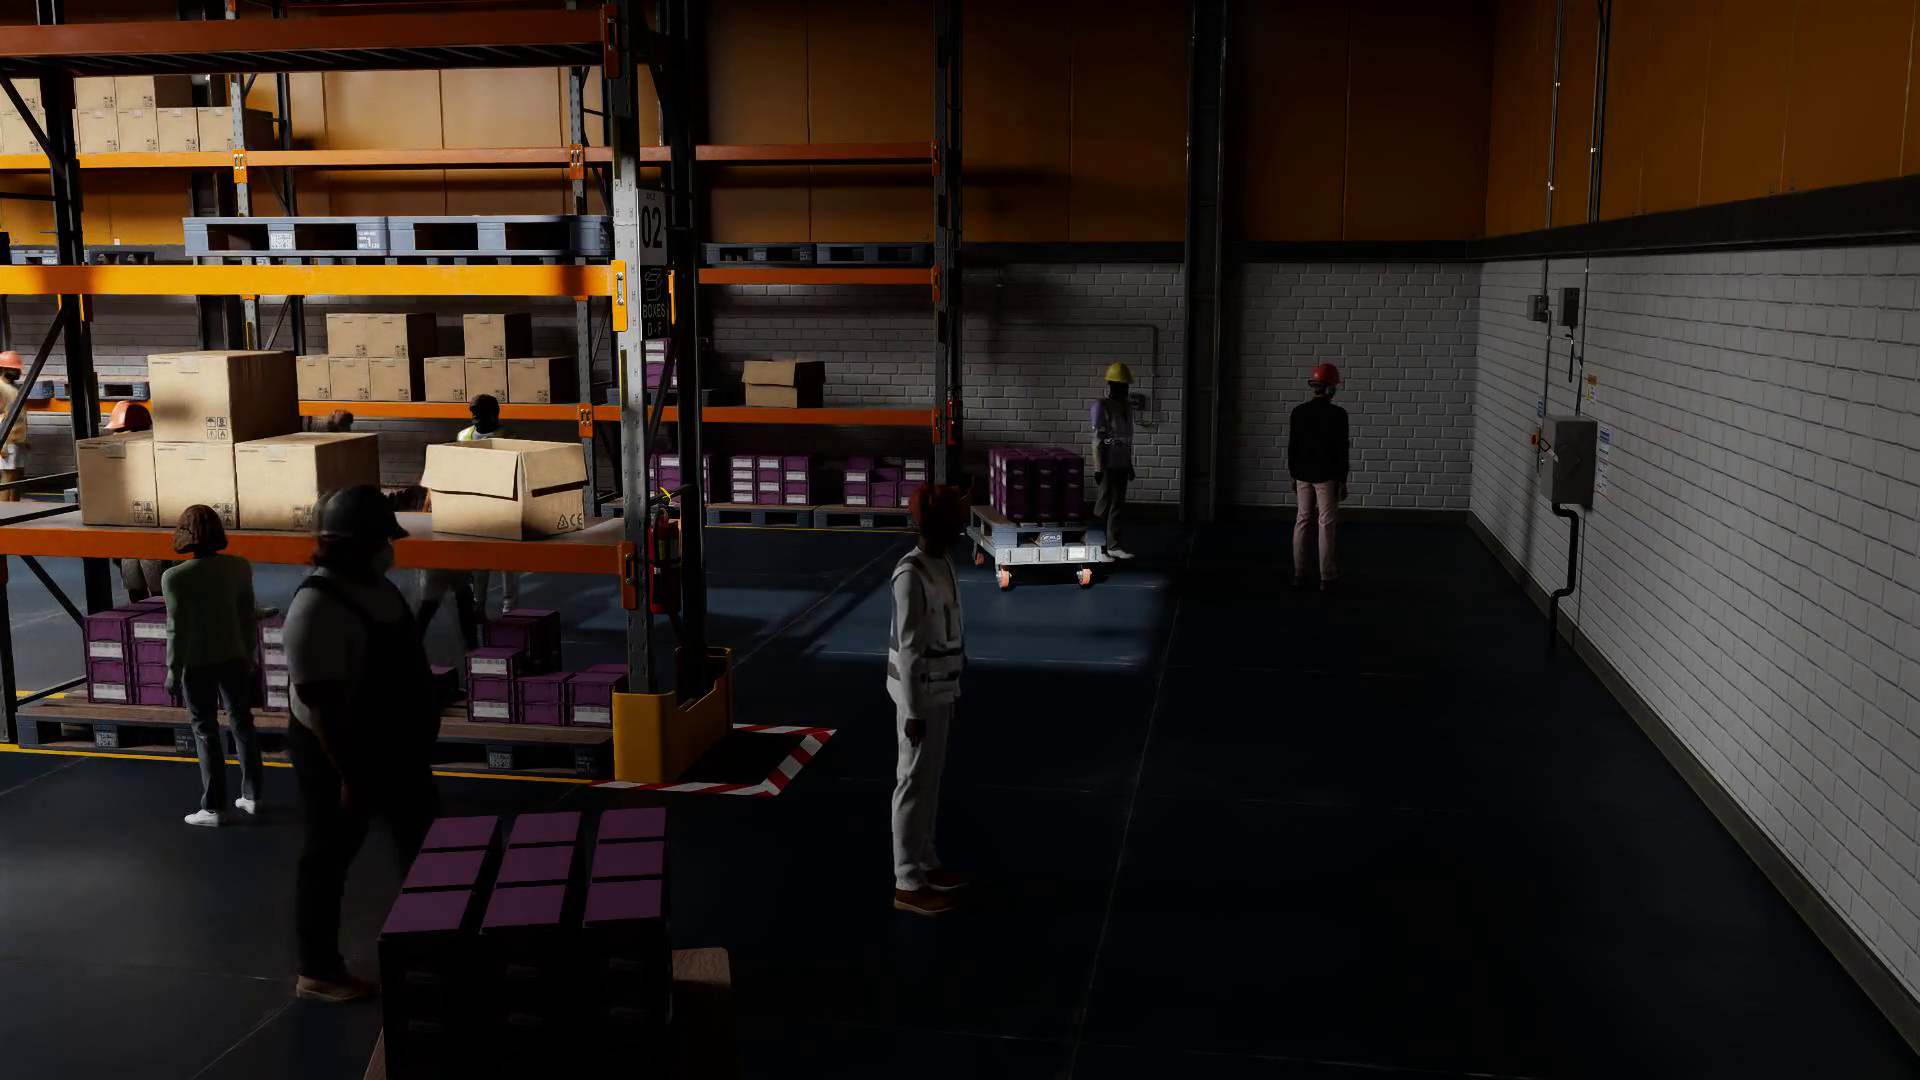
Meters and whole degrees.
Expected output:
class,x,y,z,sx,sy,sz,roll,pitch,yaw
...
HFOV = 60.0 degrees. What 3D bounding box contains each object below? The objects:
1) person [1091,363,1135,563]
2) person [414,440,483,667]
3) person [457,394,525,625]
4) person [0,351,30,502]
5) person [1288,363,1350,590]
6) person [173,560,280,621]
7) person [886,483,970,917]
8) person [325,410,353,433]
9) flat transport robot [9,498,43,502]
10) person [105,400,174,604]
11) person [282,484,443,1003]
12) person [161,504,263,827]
class,x,y,z,sx,sy,sz,roll,pitch,yaw
person,1.504,-0.745,16.062,0.378,1.923,0.595,8,12,40
person,-3.510,0.131,11.483,0.805,1.636,0.544,-2,9,-15
person,-3.723,-0.230,13.128,0.620,1.845,0.429,2,9,14
person,-10.402,-1.111,18.307,0.378,1.932,0.551,-1,9,-3
person,3.180,-0.559,14.693,0.391,1.995,0.613,-8,12,-40
person,-5.868,-0.286,13.029,0.983,1.986,0.623,1,9,4
person,-0.136,0.685,7.325,0.357,1.881,0.574,2,9,14
person,-5.375,-0.313,14.294,0.489,1.629,0.515,4,10,26
flat transport robot,-11.005,-0.359,18.785,1.431,0.197,0.652,6,11,33
person,-5.544,0.022,11.263,0.542,1.939,0.362,4,10,24
person,-2.168,0.768,6.317,0.896,2.000,0.703,1,9,7
person,-3.787,0.631,8.426,0.268,1.632,0.507,5,11,30
